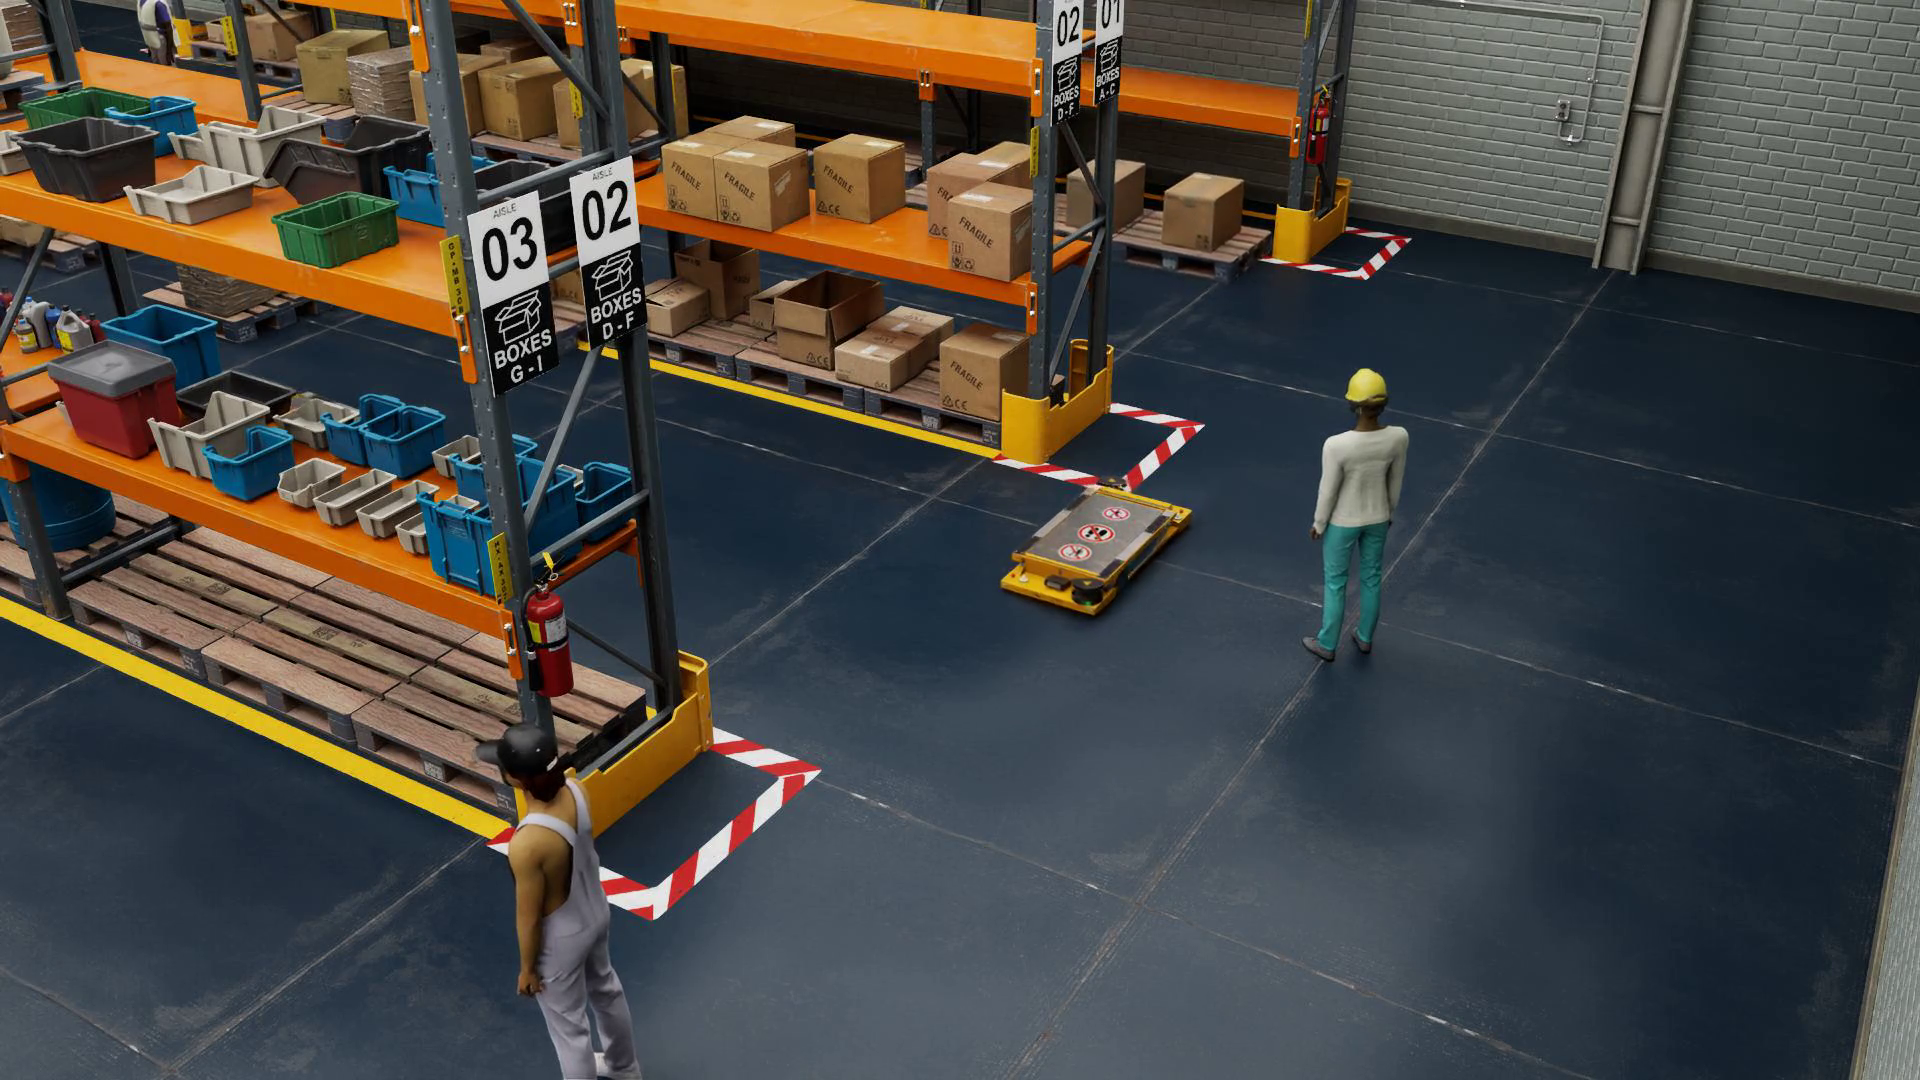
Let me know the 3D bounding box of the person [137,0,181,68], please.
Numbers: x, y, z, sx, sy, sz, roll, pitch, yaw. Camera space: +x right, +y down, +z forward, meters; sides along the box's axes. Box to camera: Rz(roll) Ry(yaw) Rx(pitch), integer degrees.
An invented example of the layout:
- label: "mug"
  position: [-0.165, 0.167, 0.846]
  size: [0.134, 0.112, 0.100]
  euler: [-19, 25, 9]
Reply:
- label: "person"
  position: [-9.214, -5.677, 19.206]
  size: [0.387, 1.838, 0.577]
  euler: [-25, 38, -38]

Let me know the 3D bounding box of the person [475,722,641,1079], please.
- label: "person"
  position: [-1.554, 1.475, 6.364]
  size: [0.416, 1.854, 0.502]
  euler: [10, 31, 17]

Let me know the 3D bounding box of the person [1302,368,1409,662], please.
- label: "person"
  position: [2.218, -0.127, 9.333]
  size: [0.539, 1.767, 0.332]
  euler: [-9, 30, -15]

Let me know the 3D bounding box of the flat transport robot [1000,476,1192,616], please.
- label: "flat transport robot"
  position: [0.892, 0.017, 10.602]
  size: [0.659, 0.231, 1.431]
  euler: [16, 33, 27]

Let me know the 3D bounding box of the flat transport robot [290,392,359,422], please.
- label: "flat transport robot"
  position: [-4.666, -0.760, 11.997]
  size: [1.431, 0.231, 0.659]
  euler: [18, 34, 29]

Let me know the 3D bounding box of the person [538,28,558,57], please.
- label: "person"
  position: [-4.204, -4.449, 17.169]
  size: [0.372, 1.680, 0.590]
  euler: [-13, 32, -22]
